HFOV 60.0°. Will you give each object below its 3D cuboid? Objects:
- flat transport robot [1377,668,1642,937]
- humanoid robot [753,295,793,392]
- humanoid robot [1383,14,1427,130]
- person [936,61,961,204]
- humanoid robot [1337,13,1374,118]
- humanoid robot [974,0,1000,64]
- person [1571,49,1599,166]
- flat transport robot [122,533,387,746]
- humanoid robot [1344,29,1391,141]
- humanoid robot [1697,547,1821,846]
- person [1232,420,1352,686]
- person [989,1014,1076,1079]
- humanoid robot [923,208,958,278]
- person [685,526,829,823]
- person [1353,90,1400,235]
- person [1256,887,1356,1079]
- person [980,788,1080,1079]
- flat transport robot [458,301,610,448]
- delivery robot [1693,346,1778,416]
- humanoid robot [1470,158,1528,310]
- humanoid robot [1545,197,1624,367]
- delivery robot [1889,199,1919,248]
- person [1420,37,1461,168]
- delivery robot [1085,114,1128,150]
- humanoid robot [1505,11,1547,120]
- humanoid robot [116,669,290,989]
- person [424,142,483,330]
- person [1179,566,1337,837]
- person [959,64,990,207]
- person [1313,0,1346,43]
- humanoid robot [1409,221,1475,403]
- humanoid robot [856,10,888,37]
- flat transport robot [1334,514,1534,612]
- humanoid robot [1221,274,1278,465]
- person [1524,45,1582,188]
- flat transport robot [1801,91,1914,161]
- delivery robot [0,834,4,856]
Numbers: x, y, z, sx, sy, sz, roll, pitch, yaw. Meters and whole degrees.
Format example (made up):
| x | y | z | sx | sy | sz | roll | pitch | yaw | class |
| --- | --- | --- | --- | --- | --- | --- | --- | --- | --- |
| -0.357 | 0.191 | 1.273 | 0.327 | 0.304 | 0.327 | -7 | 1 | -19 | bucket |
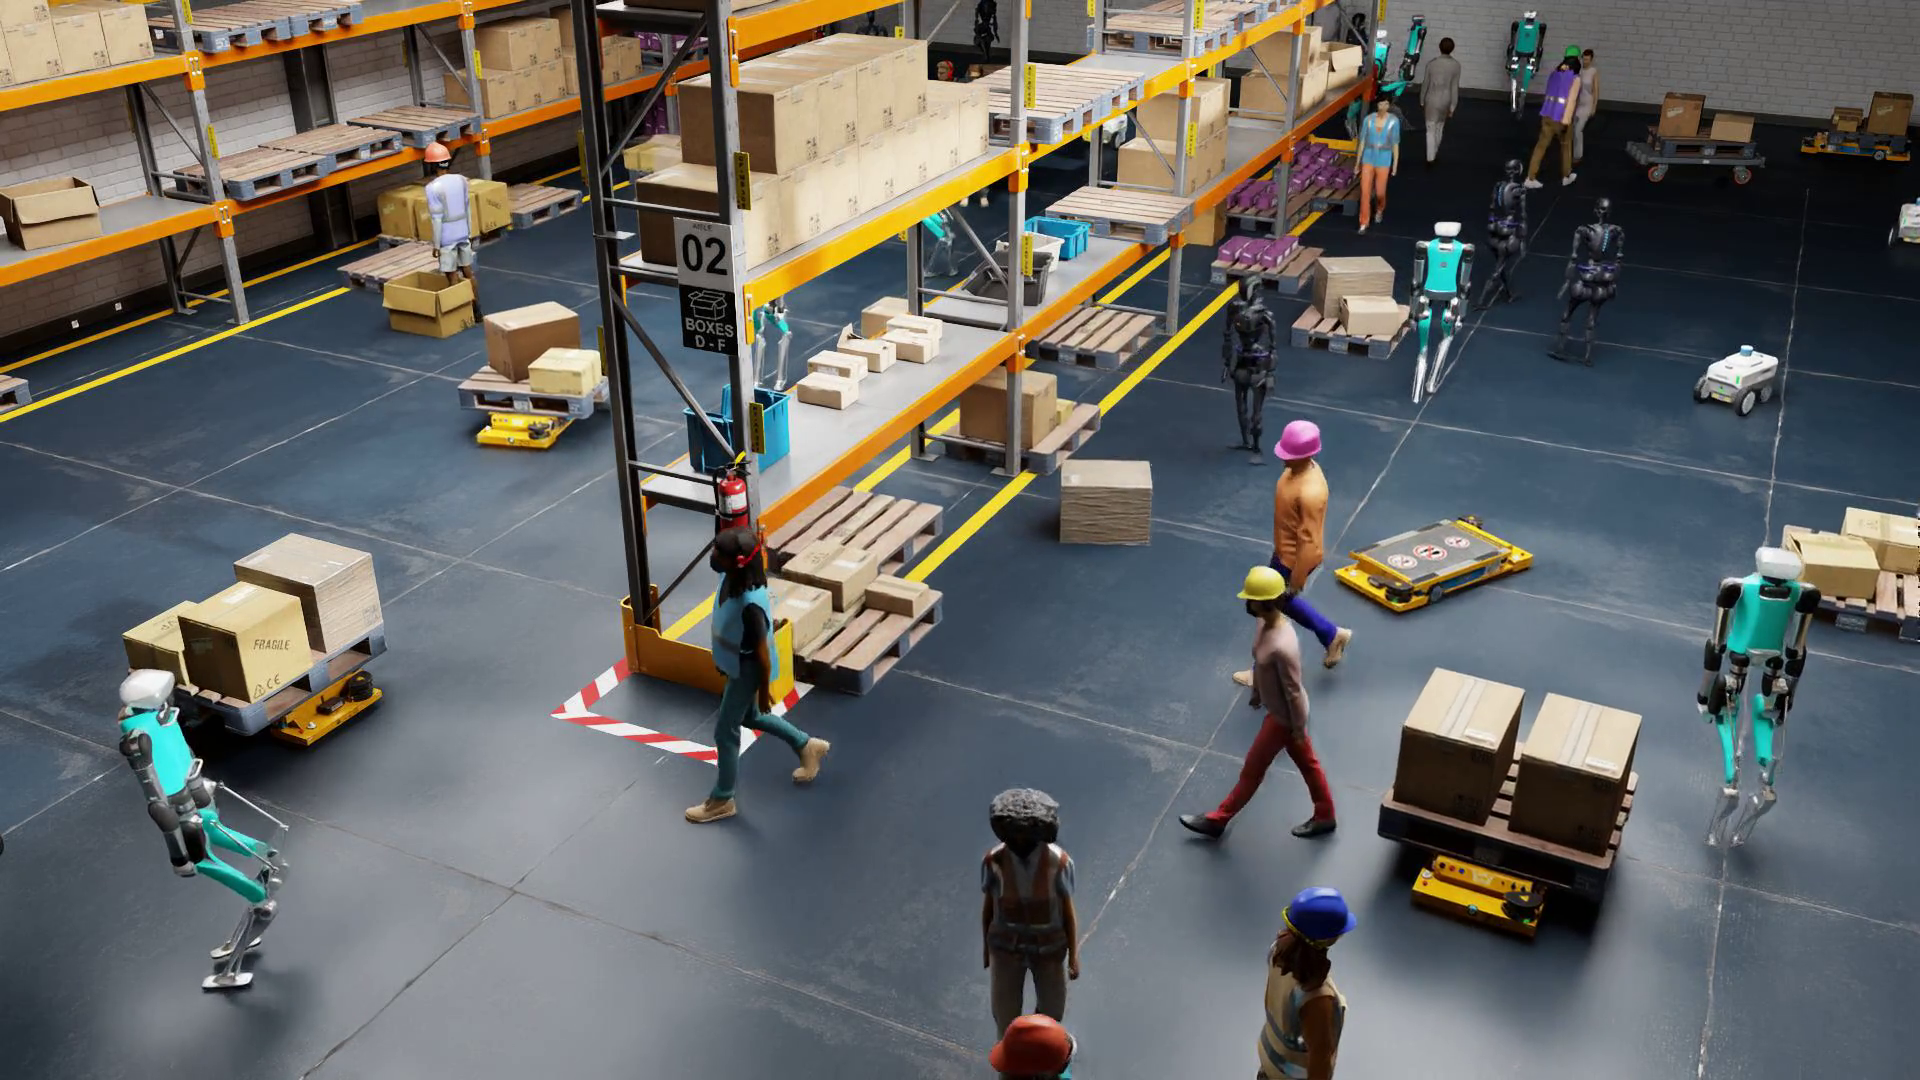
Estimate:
| x | y | z | sx | sy | sz | roll | pitch | yaw | class |
| --- | --- | --- | --- | --- | --- | --- | --- | --- | --- |
| 3.068 | 1.674 | 9.396 | 0.659 | 0.231 | 1.431 | 14 | 29 | 26 | flat transport robot |
| -1.845 | -2.263 | 15.686 | 0.543 | 1.771 | 0.693 | 7 | 27 | 13 | humanoid robot |
| 6.759 | -7.180 | 25.641 | 0.910 | 1.765 | 0.564 | 0 | 26 | 1 | humanoid robot |
| -0.149 | -5.339 | 21.785 | 0.374 | 1.843 | 0.569 | -23 | 34 | -38 | person |
| 6.343 | -7.552 | 26.449 | 0.541 | 1.634 | 0.599 | -12 | 29 | -23 | humanoid robot |
| 0.459 | -8.835 | 29.050 | 0.534 | 1.641 | 0.584 | 21 | 33 | 36 | humanoid robot |
| 8.822 | -6.158 | 23.664 | 0.477 | 1.633 | 0.479 | -16 | 31 | -29 | person |
| -4.555 | 0.952 | 10.855 | 1.431 | 0.231 | 0.659 | 12 | 29 | 23 | flat transport robot |
| 5.892 | -6.625 | 24.513 | 0.533 | 1.800 | 0.697 | -21 | 33 | -36 | humanoid robot |
| 4.391 | 0.973 | 9.181 | 0.543 | 1.800 | 0.705 | 2 | 26 | 4 | humanoid robot |
| 2.202 | 0.101 | 10.692 | 0.709 | 1.944 | 0.564 | 0 | 26 | 0 | person |
| 0.313 | 2.446 | 6.202 | 0.854 | 1.710 | 0.572 | -1 | 26 | -1 | person |
| -0.289 | -3.781 | 18.764 | 0.849 | 1.777 | 0.615 | 13 | 29 | 24 | humanoid robot |
| -1.196 | 0.737 | 9.522 | 0.855 | 1.839 | 0.523 | -10 | 28 | -19 | person |
| 5.154 | -4.685 | 20.566 | 0.515 | 1.748 | 0.574 | 11 | 28 | 22 | person |
| 1.375 | 2.140 | 6.752 | 0.317 | 1.778 | 0.470 | -6 | 27 | -11 | person |
| 0.318 | 1.806 | 7.547 | 0.454 | 1.669 | 0.656 | 2 | 26 | 4 | person |
| -3.808 | -1.210 | 15.221 | 0.659 | 0.231 | 1.431 | 5 | 27 | 10 | flat transport robot |
| 7.268 | -1.504 | 15.509 | 0.812 | 0.609 | 0.499 | -18 | 32 | -33 | delivery robot |
| 5.893 | -3.291 | 17.885 | 0.774 | 1.624 | 0.601 | -10 | 28 | -20 | humanoid robot |
| 6.194 | -2.541 | 16.337 | 0.613 | 1.631 | 0.461 | -4 | 27 | -8 | humanoid robot |
| 11.616 | -3.850 | 20.215 | 0.499 | 0.579 | 0.766 | 12 | 29 | 23 | delivery robot |
| 6.800 | -6.208 | 23.621 | 0.498 | 1.788 | 0.934 | 2 | 26 | 4 | person |
| 2.215 | -6.158 | 24.906 | 0.525 | 0.605 | 0.776 | 13 | 29 | 25 | delivery robot |
| 8.905 | -7.517 | 26.304 | 0.535 | 1.724 | 0.996 | 9 | 28 | 17 | humanoid robot |
| -3.649 | 1.400 | 8.233 | 0.680 | 1.742 | 0.545 | -5 | 27 | -9 | humanoid robot |
| -5.298 | -3.152 | 17.270 | 0.375 | 1.932 | 0.550 | 13 | 29 | 25 | person |
| 1.735 | 0.934 | 9.268 | 0.959 | 1.697 | 0.529 | 1 | 26 | 2 | person |
| 0.204 | -5.252 | 21.612 | 0.512 | 1.842 | 0.328 | -1 | 26 | -1 | person |
| 6.079 | -8.301 | 27.703 | 0.650 | 1.904 | 0.406 | 0 | 26 | 0 | person |
| 4.431 | -2.134 | 15.463 | 0.542 | 1.797 | 0.849 | 7 | 27 | 13 | humanoid robot |
| -1.371 | -7.672 | 26.718 | 0.593 | 1.635 | 0.724 | -4 | 27 | -8 | humanoid robot |
| 3.556 | 0.164 | 12.446 | 1.431 | 0.231 | 0.659 | -16 | 30 | -29 | flat transport robot |
| 2.493 | -1.477 | 14.171 | 0.386 | 1.646 | 0.592 | -21 | 33 | -36 | humanoid robot |
| 8.130 | -5.718 | 22.513 | 0.977 | 1.874 | 0.569 | -15 | 30 | -28 | person |
| 13.185 | -5.791 | 24.475 | 1.431 | 0.231 | 0.659 | 12 | 29 | 23 | flat transport robot |
| -5.789 | 1.589 | 9.214 | 0.739 | 0.566 | 0.499 | 12 | 29 | 23 | delivery robot |
